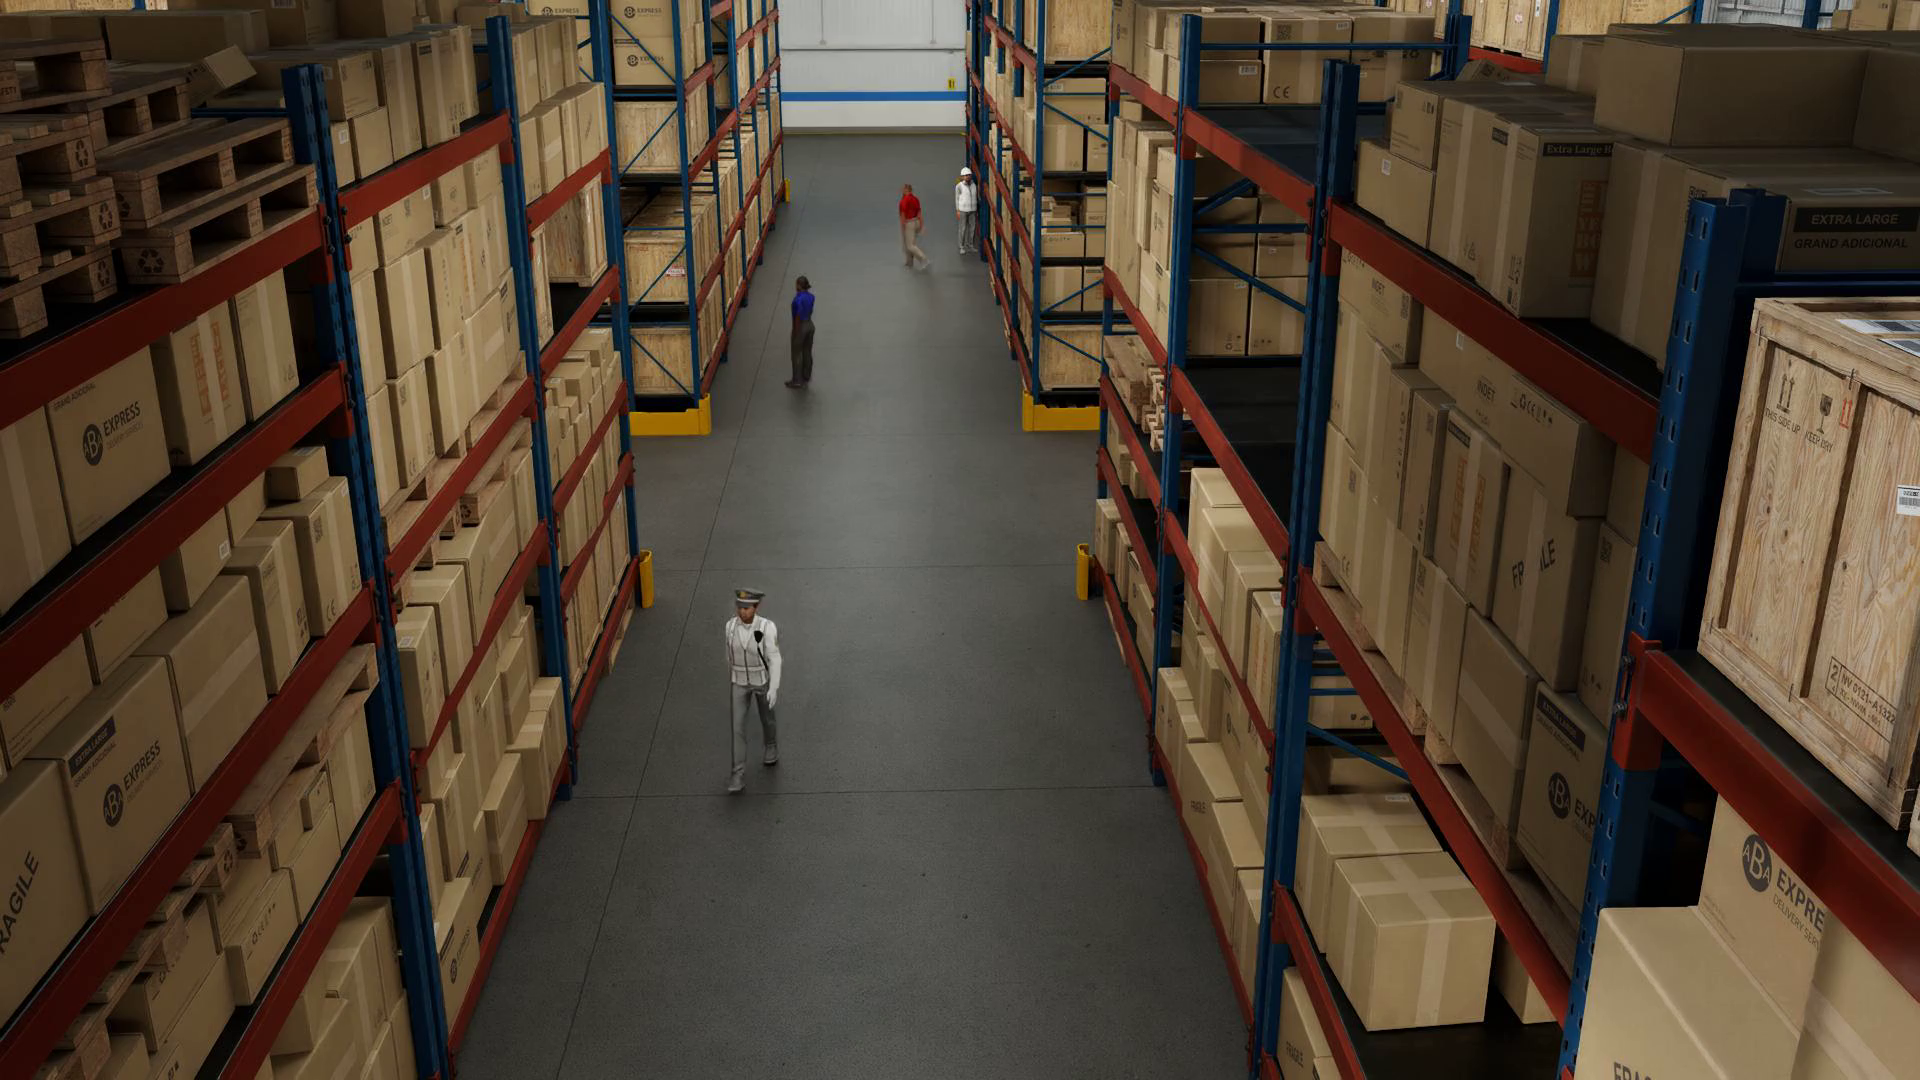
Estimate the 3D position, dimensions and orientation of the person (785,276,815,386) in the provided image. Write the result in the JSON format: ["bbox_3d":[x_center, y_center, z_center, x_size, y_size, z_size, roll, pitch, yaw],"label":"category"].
[{"bbox_3d":[-2.408,-3.167,25.101,0.423,1.662,0.466,14,24,32],"label":"person"}]

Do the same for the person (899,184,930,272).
[{"bbox_3d":[-0.914,-6.277,33.421,0.882,1.694,0.573,13,24,32],"label":"person"}]

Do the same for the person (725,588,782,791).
[{"bbox_3d":[-1.684,1.171,13.460,0.502,1.651,0.934,3,21,7],"label":"person"}]

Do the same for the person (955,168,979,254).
[{"bbox_3d":[0.162,-6.962,35.143,0.524,1.776,0.381,-11,23,-28],"label":"person"}]
